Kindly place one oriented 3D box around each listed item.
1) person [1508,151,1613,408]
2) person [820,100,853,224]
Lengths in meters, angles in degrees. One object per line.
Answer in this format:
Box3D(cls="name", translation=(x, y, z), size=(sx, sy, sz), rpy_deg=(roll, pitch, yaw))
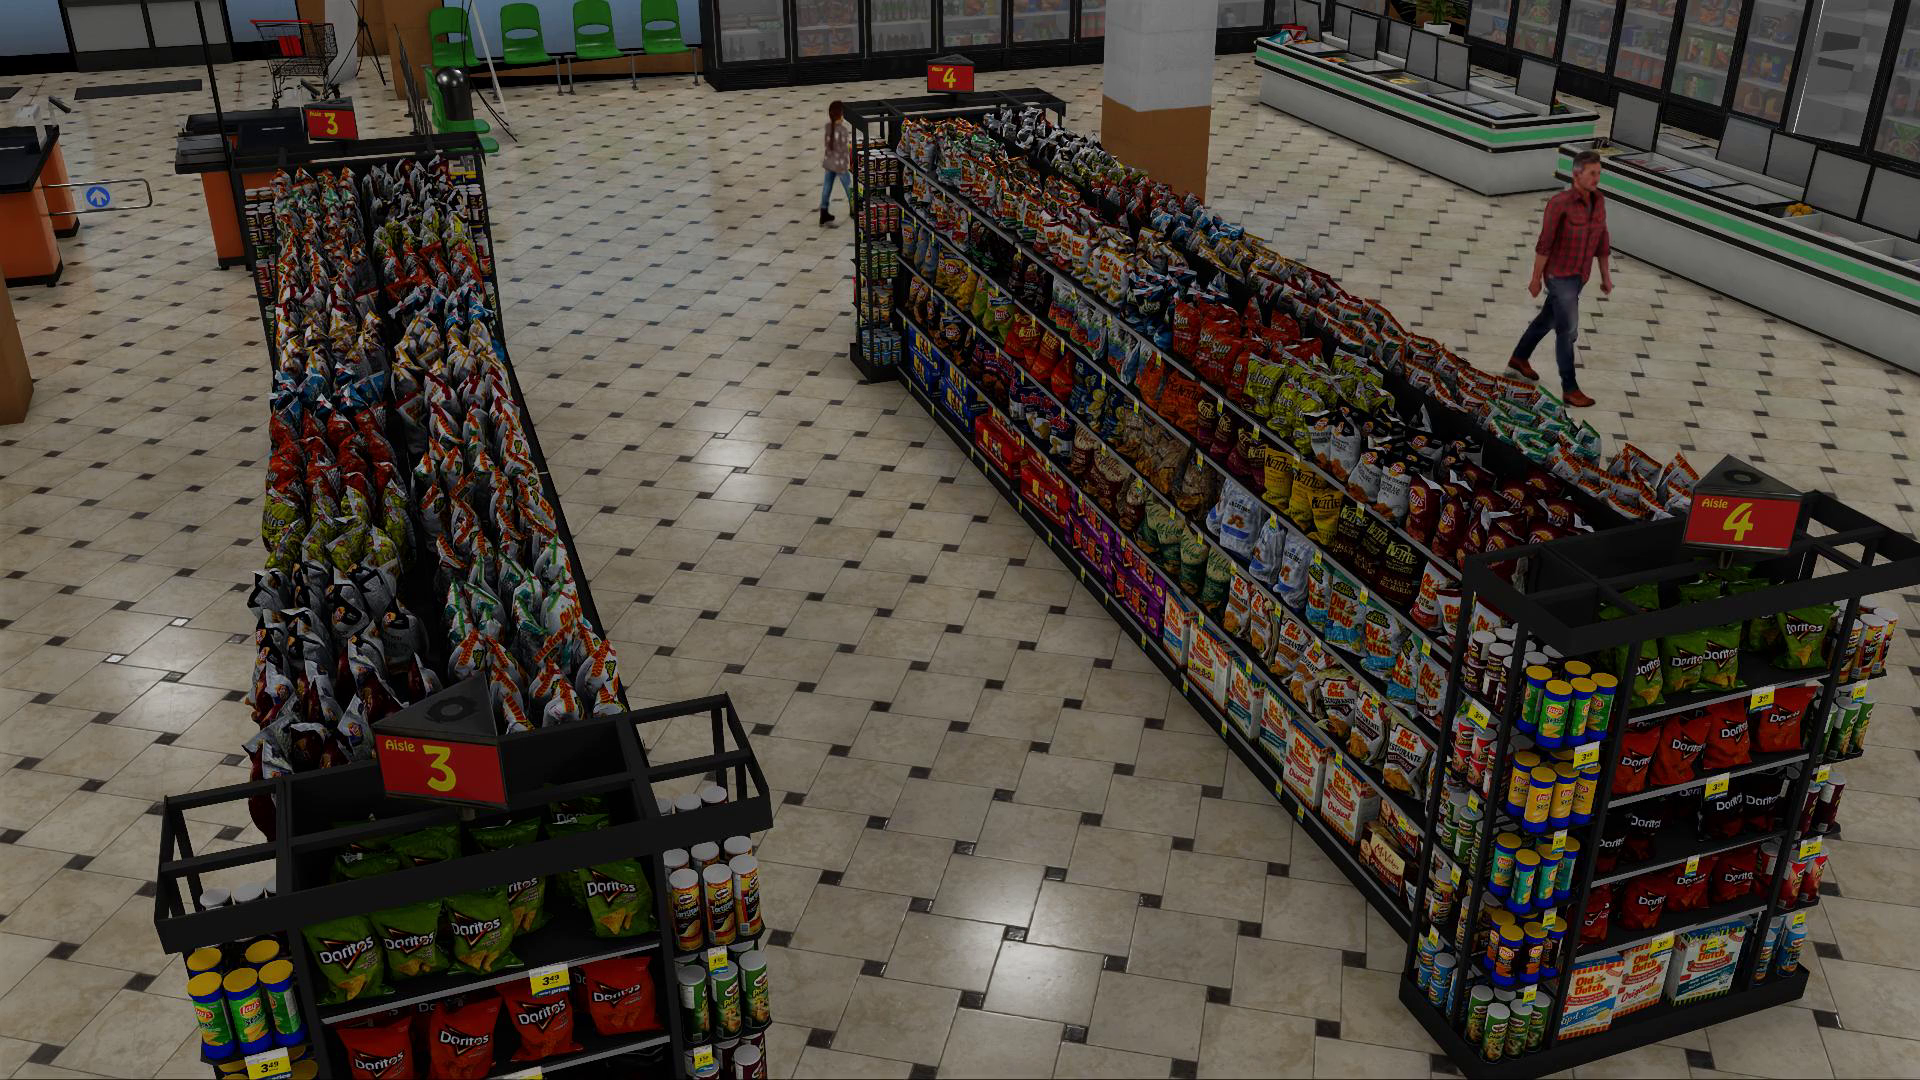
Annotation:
Box3D(cls="person", translation=(4.339, -1.930, 12.086), size=(0.827, 1.785, 1.235), rpy_deg=(-14, 30, -26))
Box3D(cls="person", translation=(-1.243, -3.646, 16.156), size=(0.818, 1.163, 0.801), rpy_deg=(19, 32, 32))
